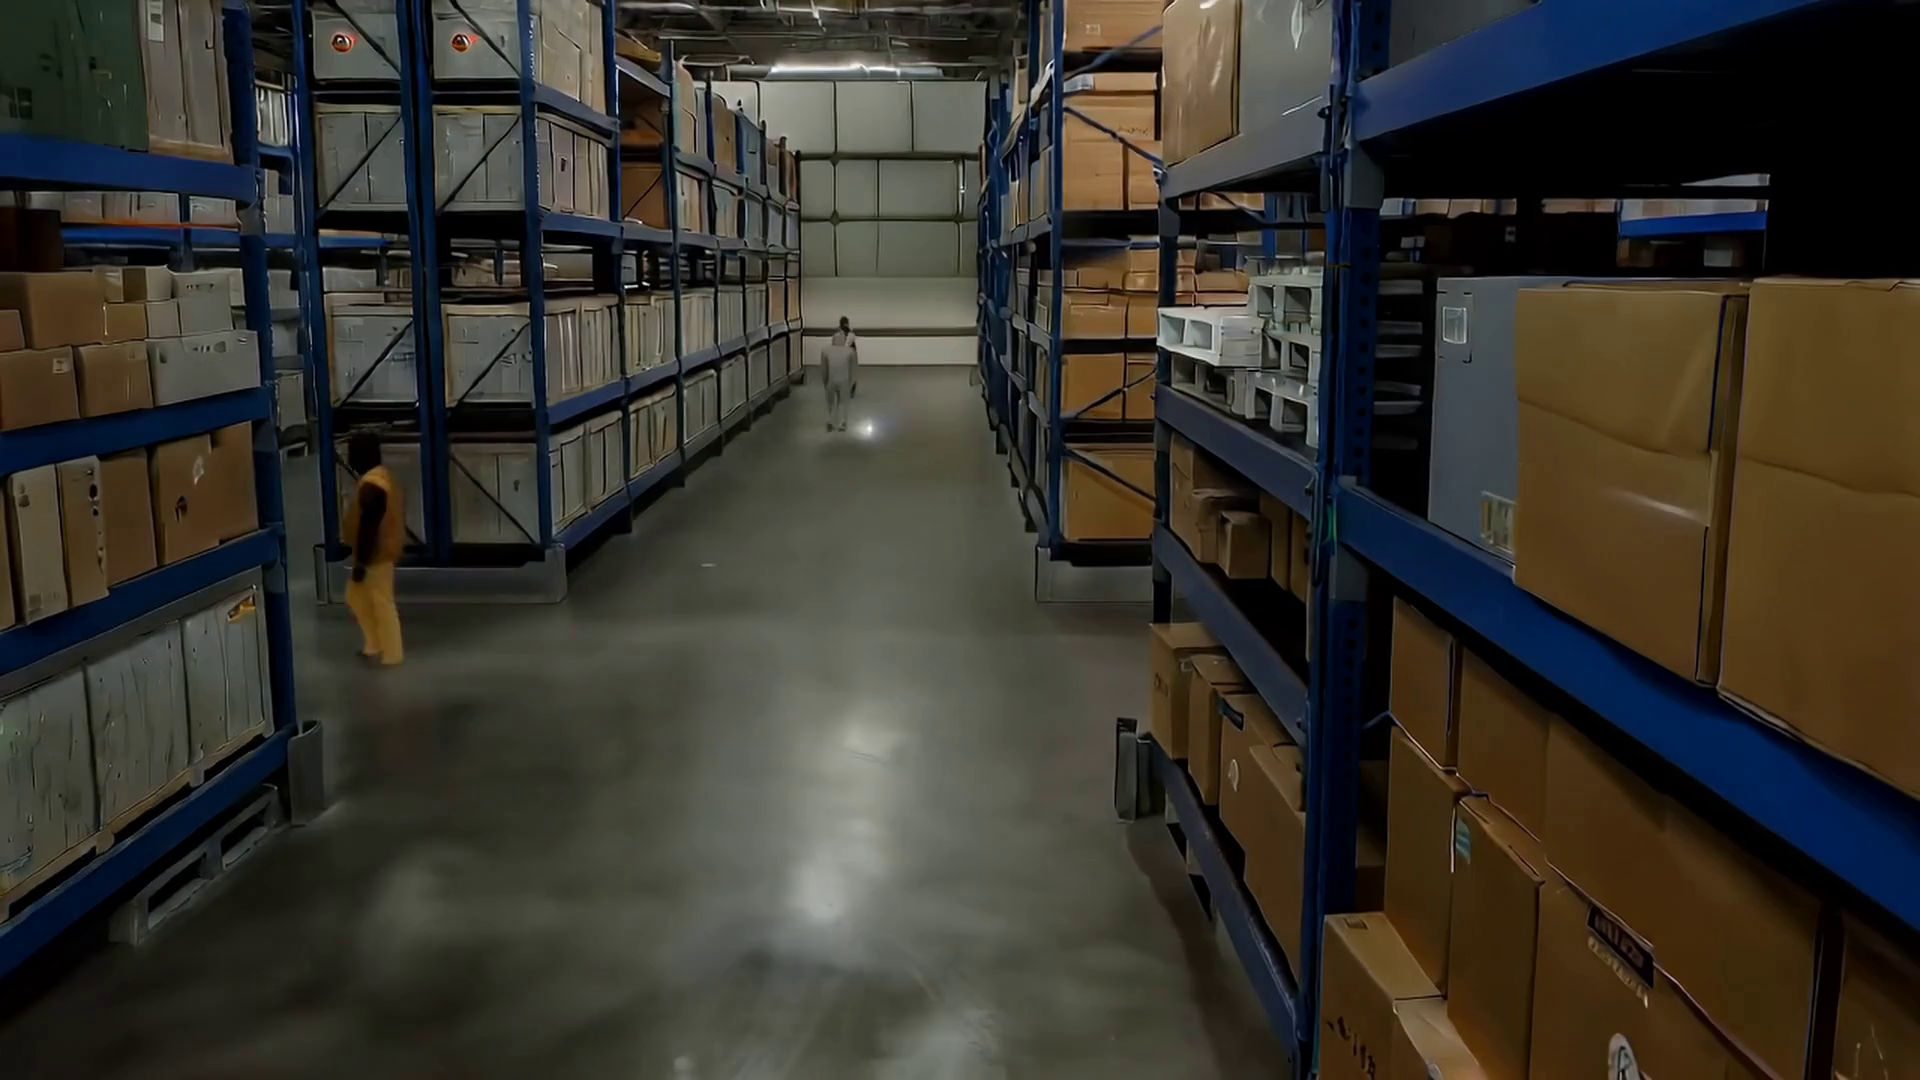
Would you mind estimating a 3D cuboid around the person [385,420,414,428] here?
[{"bbox_3d":[-6.647,-1.134,20.047,0.562,1.828,0.416,-6,11,-32],"label":"person"}]

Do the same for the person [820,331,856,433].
[{"bbox_3d":[-2.245,-2.939,30.918,0.641,1.889,0.590,1,9,9],"label":"person"}]

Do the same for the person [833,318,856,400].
[{"bbox_3d":[-2.676,-4.208,38.677,0.555,1.890,0.974,-1,9,-8],"label":"person"}]

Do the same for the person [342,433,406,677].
[{"bbox_3d":[-4.399,0.119,12.326,0.543,1.826,0.641,-2,9,-12],"label":"person"}]
